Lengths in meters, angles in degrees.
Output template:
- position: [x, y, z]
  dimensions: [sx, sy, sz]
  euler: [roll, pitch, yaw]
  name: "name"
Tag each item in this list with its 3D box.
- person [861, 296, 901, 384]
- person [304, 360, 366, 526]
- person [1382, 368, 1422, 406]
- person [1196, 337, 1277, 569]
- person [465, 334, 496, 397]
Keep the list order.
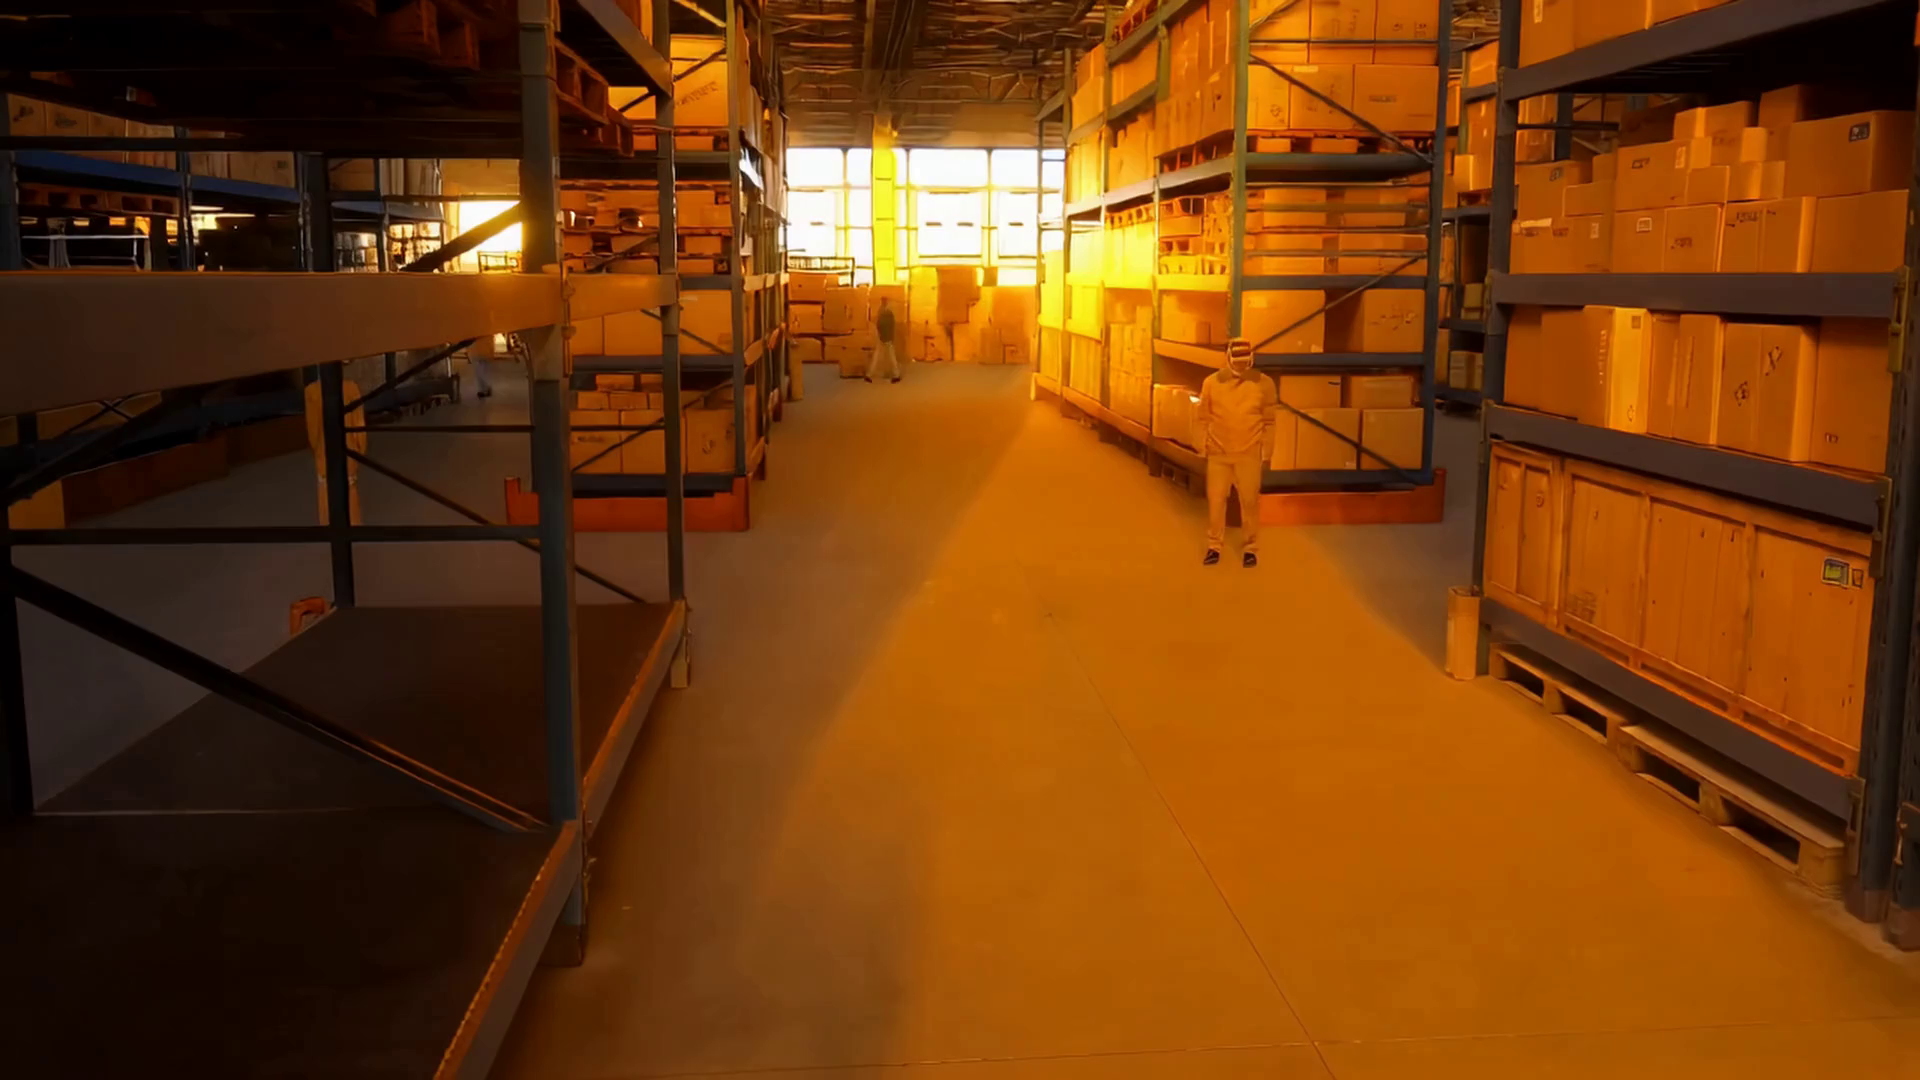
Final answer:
- position: [-1.695, -4.399, 36.696]
  dimensions: [1.012, 1.937, 0.644]
  euler: [-7, 12, -38]
  name: "person"
- position: [-5.669, -0.877, 15.130]
  dimensions: [0.525, 1.769, 0.315]
  euler: [-1, 9, -7]
  name: "person"
- position: [6.579, -2.450, 24.861]
  dimensions: [0.634, 1.826, 0.697]
  euler: [-2, 9, -10]
  name: "person"
- position: [2.262, -0.712, 13.680]
  dimensions: [0.651, 1.898, 0.395]
  euler: [3, 10, 20]
  name: "person"
- position: [-9.401, -3.759, 32.738]
  dimensions: [0.644, 1.922, 0.612]
  euler: [-8, 12, -40]
  name: "person"
